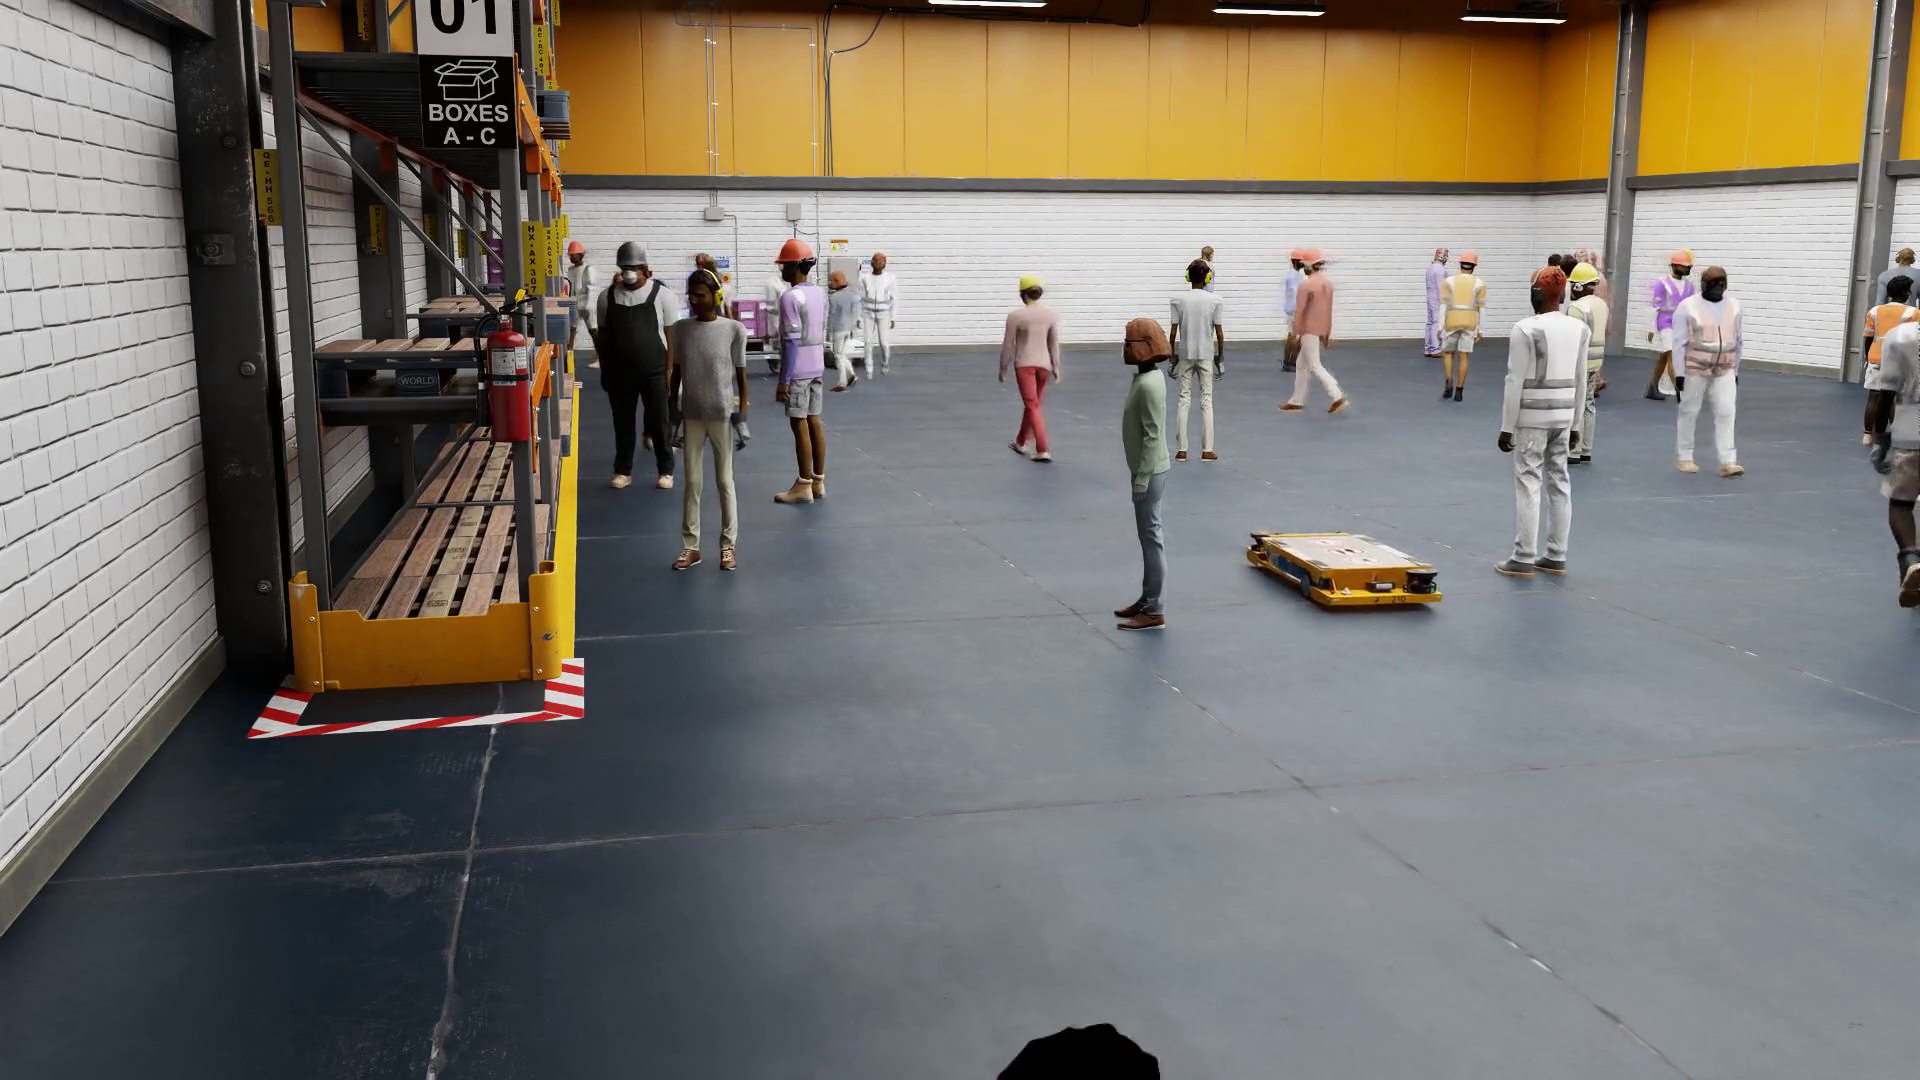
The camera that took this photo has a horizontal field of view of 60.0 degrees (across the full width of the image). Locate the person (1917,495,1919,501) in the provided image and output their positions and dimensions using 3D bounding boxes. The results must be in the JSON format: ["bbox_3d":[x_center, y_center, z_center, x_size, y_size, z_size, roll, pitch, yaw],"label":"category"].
[{"bbox_3d":[7.881,-1.108,12.765,0.785,1.719,0.495,3,11,17],"label":"person"}]

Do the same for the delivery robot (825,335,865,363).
[{"bbox_3d":[-1.765,-3.040,26.407,0.707,0.478,0.477,-5,11,-26],"label":"delivery robot"}]

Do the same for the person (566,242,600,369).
[{"bbox_3d":[-5.983,-3.651,26.057,0.631,1.985,1.034,6,12,30],"label":"person"}]

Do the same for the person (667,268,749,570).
[{"bbox_3d":[-1.562,-0.738,10.288,0.517,1.865,0.328,1,10,6],"label":"person"}]

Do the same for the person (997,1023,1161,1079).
[{"bbox_3d":[0.007,1.053,1.070,0.616,1.613,0.334,0,10,-2],"label":"person"}]

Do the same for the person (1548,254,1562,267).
[{"bbox_3d":[7.649,-2.746,21.489,0.577,1.846,1.012,-6,12,-29],"label":"person"}]

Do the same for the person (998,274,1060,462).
[{"bbox_3d":[0.640,-1.606,15.486,0.542,1.712,0.903,-5,12,-27],"label":"person"}]

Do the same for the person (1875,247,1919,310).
[{"bbox_3d":[12.752,-2.991,22.562,0.635,1.937,0.353,4,11,21],"label":"person"}]

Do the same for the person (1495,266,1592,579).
[{"bbox_3d":[3.532,-0.705,10.063,0.569,1.882,0.338,-5,11,-24],"label":"person"}]

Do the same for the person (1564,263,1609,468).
[{"bbox_3d":[5.561,-1.565,14.956,0.404,1.832,0.599,10,14,43],"label":"person"}]

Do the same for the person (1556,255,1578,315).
[{"bbox_3d":[6.992,-2.358,19.261,0.532,1.865,0.310,2,10,13],"label":"person"}]

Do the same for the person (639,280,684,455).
[{"bbox_3d":[-2.874,-1.657,15.943,0.544,1.647,0.859,-3,11,-14],"label":"person"}]

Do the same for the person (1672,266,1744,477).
[{"bbox_3d":[6.488,-1.440,14.328,0.646,1.805,0.851,0,10,0],"label":"person"}]

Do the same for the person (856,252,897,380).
[{"bbox_3d":[-1.219,-3.279,24.361,0.598,1.865,0.498,1,10,3],"label":"person"}]

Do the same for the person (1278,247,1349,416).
[{"bbox_3d":[4.162,-2.428,19.414,0.972,1.959,0.621,9,14,41],"label":"person"}]

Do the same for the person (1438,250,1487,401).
[{"bbox_3d":[6.392,-2.724,21.179,0.568,1.901,0.617,3,11,18],"label":"person"}]

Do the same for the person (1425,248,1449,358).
[{"bbox_3d":[8.309,-4.112,28.881,0.407,1.902,0.639,-1,10,-4],"label":"person"}]

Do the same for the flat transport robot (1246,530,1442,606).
[{"bbox_3d":[2.230,0.146,9.801,0.652,0.197,1.431,-2,10,-9],"label":"flat transport robot"}]

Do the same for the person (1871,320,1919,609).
[{"bbox_3d":[5.275,-0.550,8.991,0.603,1.952,0.644,4,11,23],"label":"person"}]

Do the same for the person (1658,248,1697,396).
[{"bbox_3d":[9.428,-2.860,21.867,0.373,1.925,0.595,2,11,13],"label":"person"}]

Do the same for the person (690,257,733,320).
[{"bbox_3d":[-3.057,-2.556,20.476,0.504,1.827,0.476,-5,11,-24],"label":"person"}]

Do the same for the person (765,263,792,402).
[{"bbox_3d":[-2.090,-2.623,20.662,0.569,1.882,0.976,-6,12,-32],"label":"person"}]

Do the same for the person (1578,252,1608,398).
[{"bbox_3d":[8.105,-2.755,21.411,0.453,1.884,0.714,2,10,11],"label":"person"}]

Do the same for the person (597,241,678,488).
[{"bbox_3d":[-2.656,-1.426,13.608,0.677,2.000,0.535,1,10,4],"label":"person"}]

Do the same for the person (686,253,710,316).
[{"bbox_3d":[-4.039,-3.660,26.589,0.862,1.809,0.580,-9,14,-41],"label":"person"}]

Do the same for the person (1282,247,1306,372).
[{"bbox_3d":[5.209,-3.541,25.648,0.490,1.918,0.561,4,11,23],"label":"person"}]

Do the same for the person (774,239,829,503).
[{"bbox_3d":[-1.252,-1.303,12.918,0.376,2.045,0.605,4,11,20],"label":"person"}]

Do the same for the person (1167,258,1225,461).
[{"bbox_3d":[2.181,-1.657,15.360,0.533,1.870,0.315,3,11,14],"label":"person"}]

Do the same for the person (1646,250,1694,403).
[{"bbox_3d":[9.013,-2.667,20.871,0.561,1.890,0.994,-3,11,-19],"label":"person"}]

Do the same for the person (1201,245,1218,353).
[{"bbox_3d":[4.445,-4.362,30.168,0.373,1.937,0.630,-3,11,-17],"label":"person"}]

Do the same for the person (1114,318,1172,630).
[{"bbox_3d":[0.963,-0.345,8.743,0.278,1.634,0.498,1,10,5],"label":"person"}]

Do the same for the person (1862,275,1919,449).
[{"bbox_3d":[9.128,-1.740,16.305,0.318,1.693,0.539,-7,12,-35],"label":"person"}]

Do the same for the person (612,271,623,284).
[{"bbox_3d":[-4.698,-2.886,22.879,0.517,1.613,0.688,-5,11,-26],"label":"person"}]

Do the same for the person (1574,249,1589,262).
[{"bbox_3d":[9.210,-3.374,24.798,0.641,1.902,0.402,-8,13,-37],"label":"person"}]

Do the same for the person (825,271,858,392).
[{"bbox_3d":[-1.627,-2.785,22.278,0.345,1.618,0.533,6,12,29],"label":"person"}]
